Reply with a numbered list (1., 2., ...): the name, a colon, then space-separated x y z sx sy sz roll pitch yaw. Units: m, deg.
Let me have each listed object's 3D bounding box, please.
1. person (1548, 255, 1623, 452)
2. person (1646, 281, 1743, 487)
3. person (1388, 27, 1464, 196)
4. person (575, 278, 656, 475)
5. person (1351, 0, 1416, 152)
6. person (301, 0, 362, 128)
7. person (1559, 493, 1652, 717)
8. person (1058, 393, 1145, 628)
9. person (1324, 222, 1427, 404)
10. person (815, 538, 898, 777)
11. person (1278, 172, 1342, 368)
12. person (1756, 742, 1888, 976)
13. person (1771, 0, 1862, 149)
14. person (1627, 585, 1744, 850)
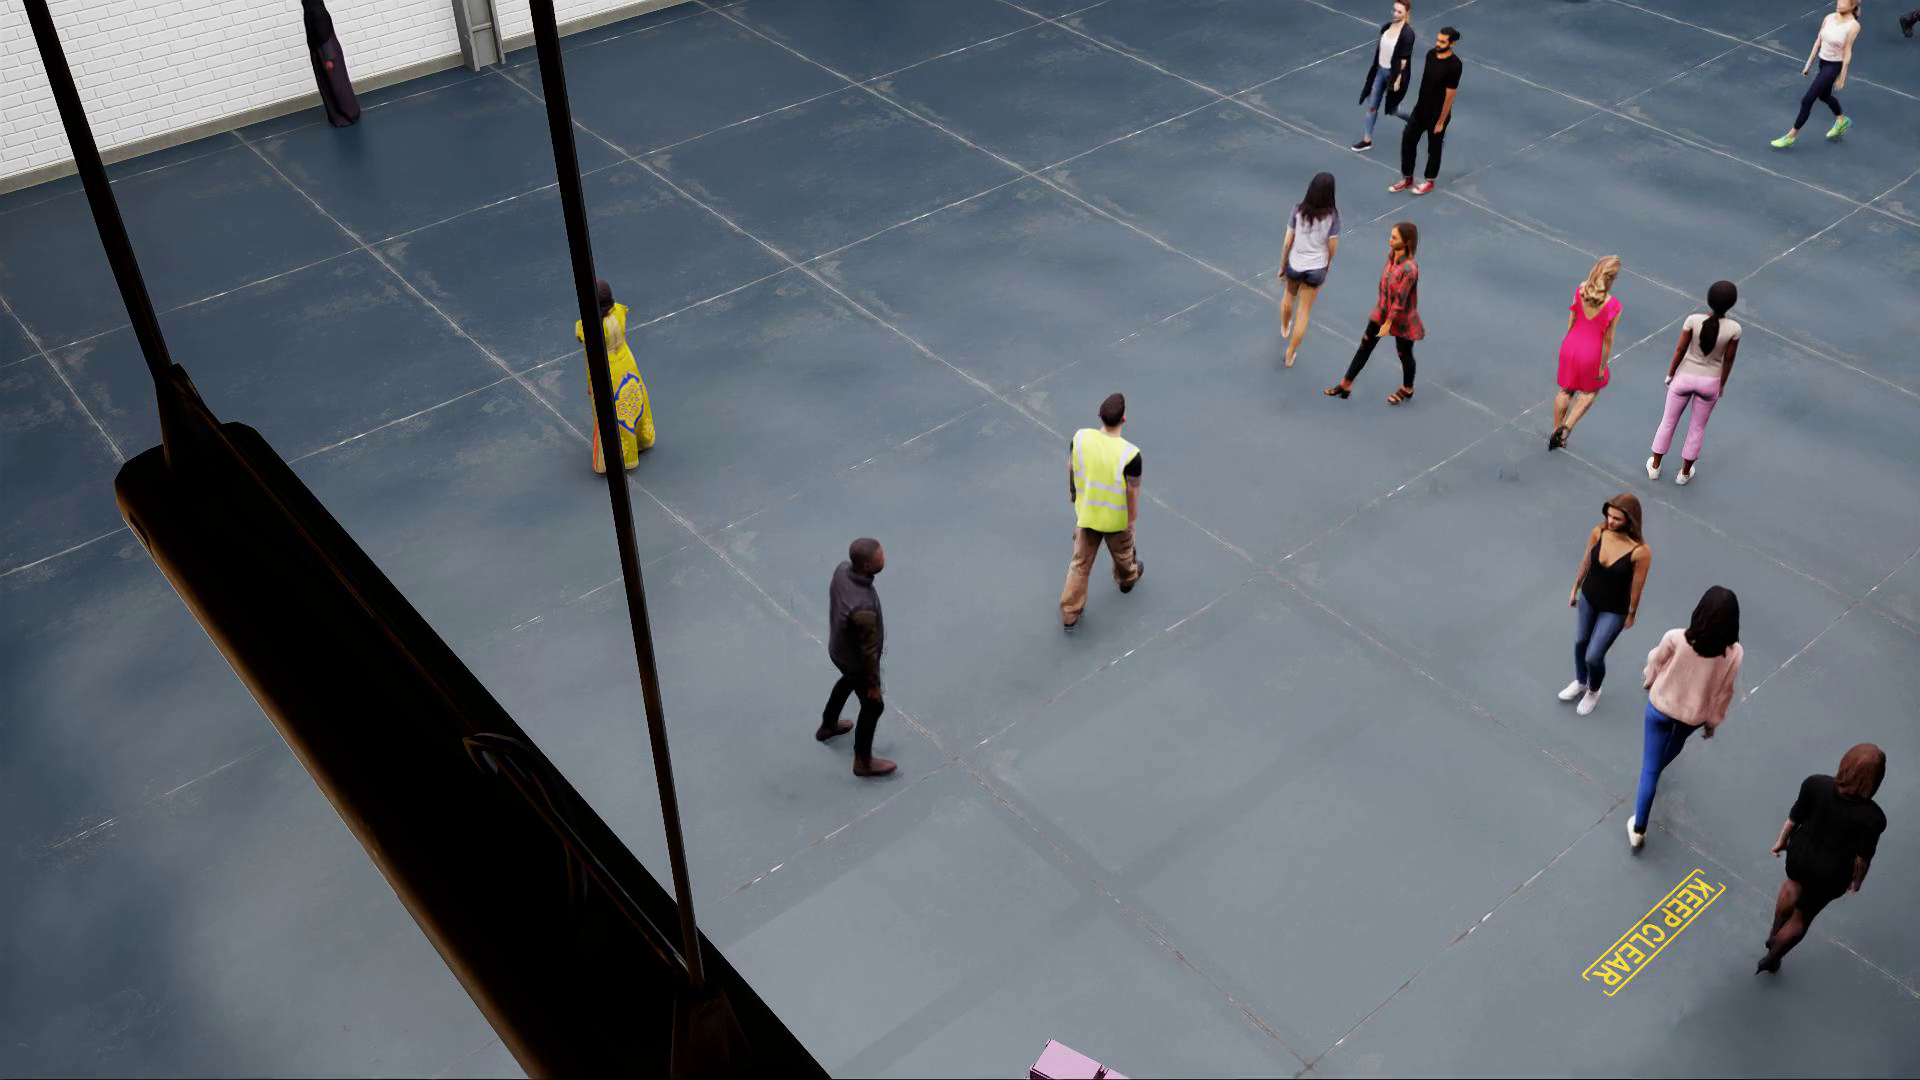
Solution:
1. person: 4.803 -1.411 12.989 0.622 1.715 0.595 -27 46 -30
2. person: 5.621 -1.199 12.701 0.653 1.744 0.649 16 41 19
3. person: 4.767 -4.277 16.553 0.777 1.746 0.689 -21 43 -25
4. person: -2.715 -1.297 12.891 1.042 1.660 0.911 15 41 18
5. person: 4.546 -4.846 17.329 0.999 1.667 0.699 -19 43 -23
6. person: -6.824 -5.277 17.914 0.676 1.611 0.658 -19 43 -23
7. person: 4.223 0.375 10.758 0.613 1.708 0.609 -24 45 -27
8. person: 0.946 -0.172 11.363 0.979 1.809 1.216 18 42 21
9. person: 3.631 -1.812 13.532 1.095 1.665 0.870 -11 40 -14
10. person: -0.630 0.706 10.248 0.869 1.828 0.916 -10 40 -13
11. person: 2.916 -2.240 14.031 0.863 1.710 1.002 12 40 15
12. person: 4.584 1.797 8.992 0.607 1.691 0.599 -26 45 -29
13. person: 9.182 -4.923 17.428 1.247 1.664 0.969 -7 39 -9
14. person: 4.237 1.098 9.854 1.023 1.708 1.233 12 40 15
